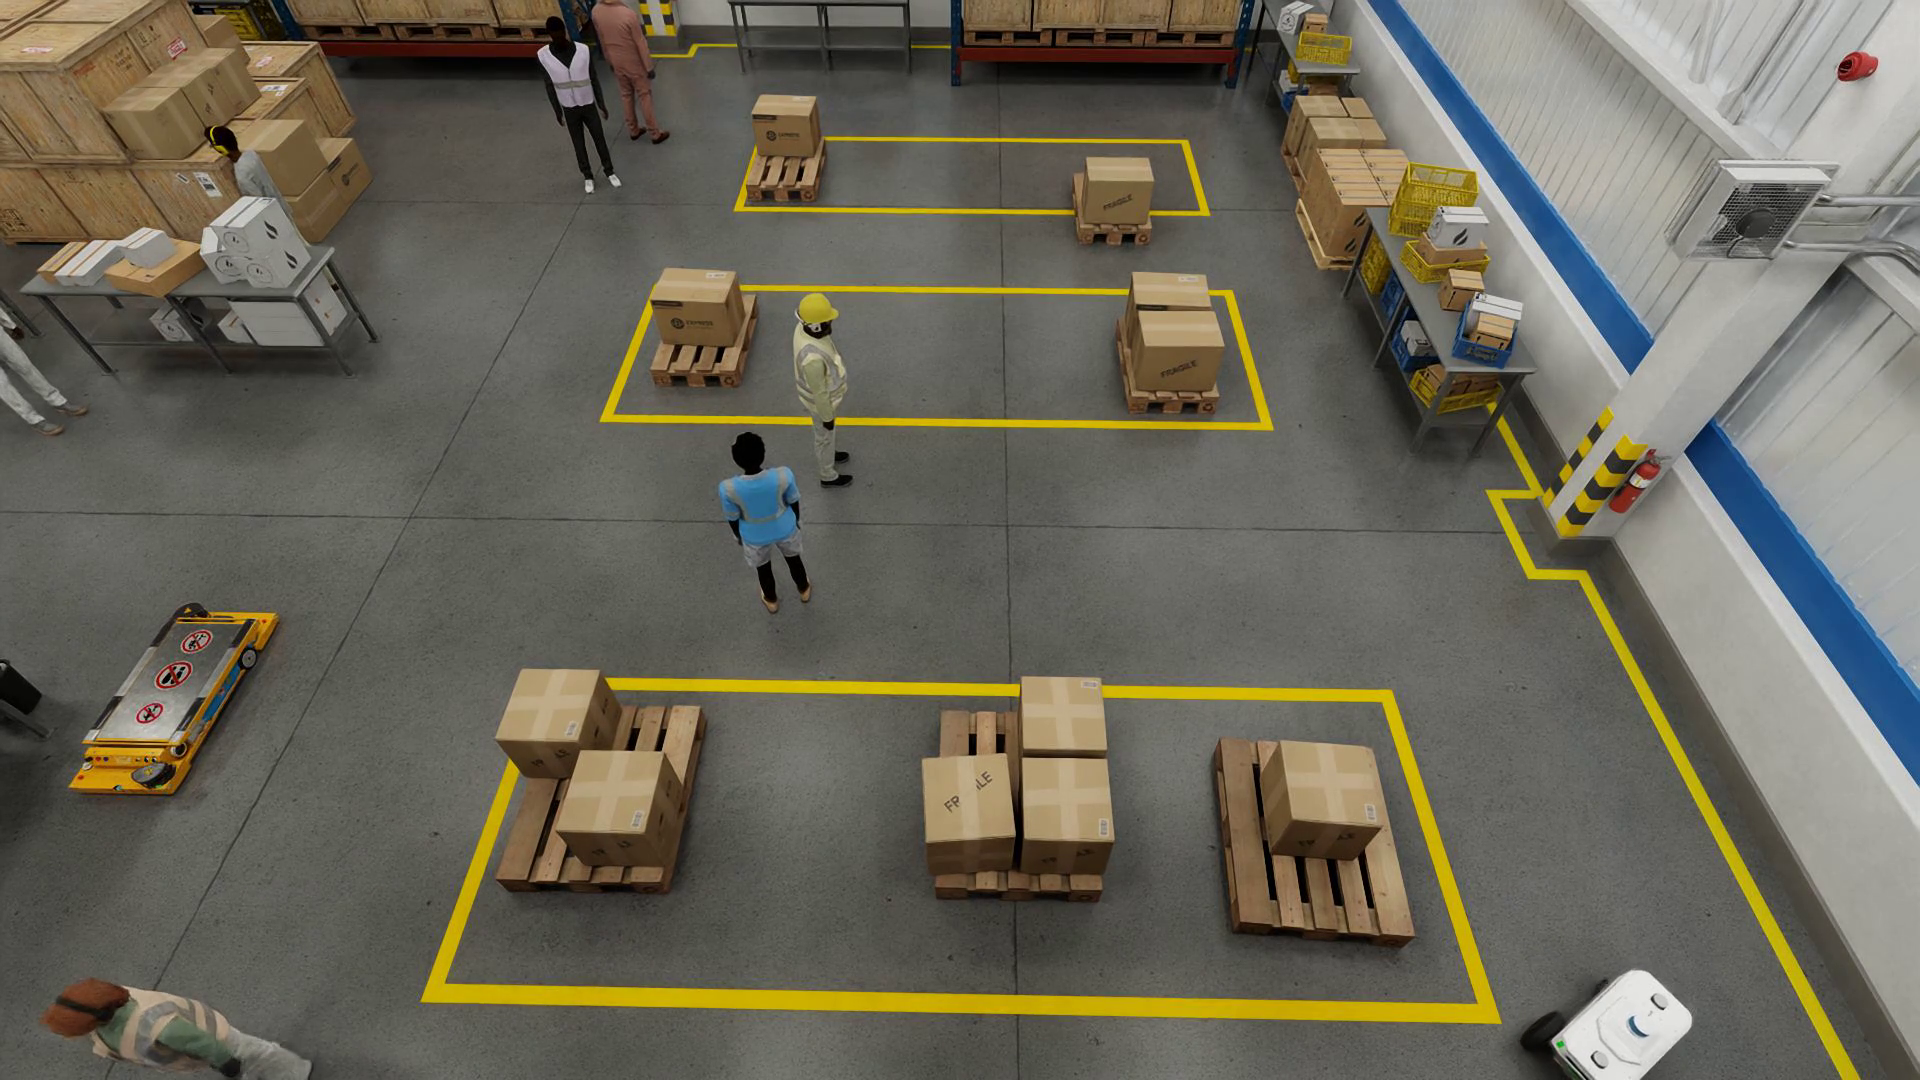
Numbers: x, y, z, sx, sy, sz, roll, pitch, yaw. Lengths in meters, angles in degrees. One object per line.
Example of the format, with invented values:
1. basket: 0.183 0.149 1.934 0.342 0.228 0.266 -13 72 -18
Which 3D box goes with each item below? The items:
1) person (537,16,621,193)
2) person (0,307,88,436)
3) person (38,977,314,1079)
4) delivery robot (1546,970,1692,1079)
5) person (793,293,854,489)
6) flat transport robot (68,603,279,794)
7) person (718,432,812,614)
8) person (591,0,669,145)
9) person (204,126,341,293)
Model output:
1. person: -4.359 -4.973 10.489 0.587 1.915 0.392 -20 53 -16
2. person: -8.295 -1.715 7.760 0.353 1.878 0.578 10 50 8
3. person: -3.706 2.418 4.416 0.519 1.640 0.311 10 50 8
4. delivery robot: 3.512 2.629 4.875 0.707 0.478 0.477 -25 55 -21
5. person: -1.091 -1.174 7.334 0.403 1.823 0.596 -8 50 -6
6. flat transport robot: -5.504 1.072 6.442 0.652 0.197 1.431 1 50 1
7. person: -1.363 -0.087 6.494 0.535 1.697 0.321 -15 51 -12
8. person: -4.056 -5.880 11.271 0.643 1.898 0.398 17 52 14
9. person: -6.687 -3.127 8.960 0.328 1.865 0.517 -13 51 -11
